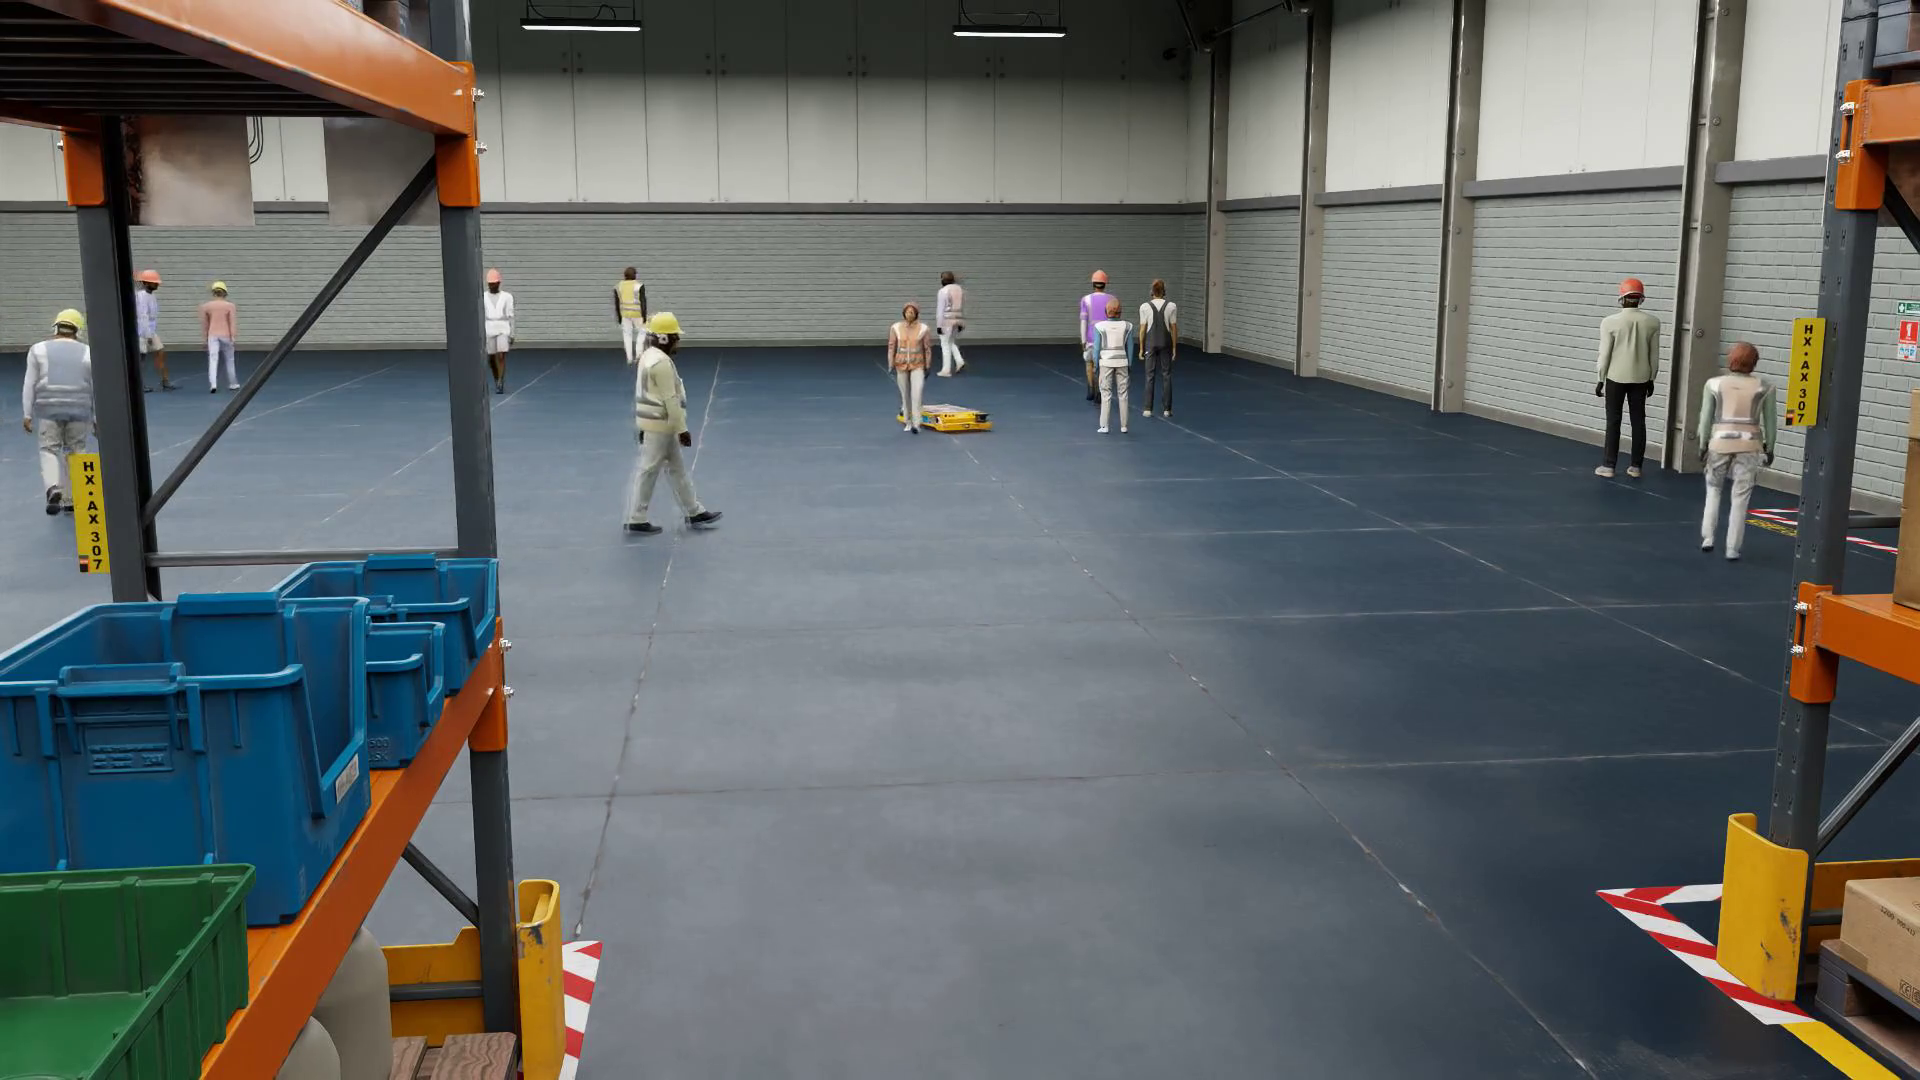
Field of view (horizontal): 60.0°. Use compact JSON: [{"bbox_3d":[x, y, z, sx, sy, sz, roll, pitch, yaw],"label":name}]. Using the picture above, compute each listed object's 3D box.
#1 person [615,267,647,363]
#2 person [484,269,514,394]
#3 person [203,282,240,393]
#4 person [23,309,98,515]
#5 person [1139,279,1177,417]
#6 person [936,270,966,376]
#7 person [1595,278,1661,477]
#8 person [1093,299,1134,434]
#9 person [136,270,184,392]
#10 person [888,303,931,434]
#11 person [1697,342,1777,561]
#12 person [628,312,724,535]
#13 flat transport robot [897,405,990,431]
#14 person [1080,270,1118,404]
[{"bbox_3d":[-6.254,-4.299,31.813,0.653,1.829,0.520,2,11,13],"label":"person"},{"bbox_3d":[-7.175,-3.232,25.750,0.547,1.917,0.691,-2,10,-8],"label":"person"},{"bbox_3d":[-11.512,-3.150,25.861,0.533,1.710,0.938,-1,10,-7],"label":"person"},{"bbox_3d":[-7.682,-1.078,14.292,0.646,1.789,0.632,-5,11,-25],"label":"person"},{"bbox_3d":[2.647,-2.558,22.249,0.504,1.839,0.344,1,10,4],"label":"person"},{"bbox_3d":[-0.190,-3.734,28.720,0.439,1.828,0.649,8,13,39],"label":"person"},{"bbox_3d":[6.687,-1.622,16.688,0.609,1.995,0.375,0,10,0],"label":"person"},{"bbox_3d":[1.872,-2.114,20.355,0.515,1.641,0.314,-1,10,-7],"label":"person"},{"bbox_3d":[-12.475,-3.216,25.702,0.857,1.894,0.569,-1,10,-7],"label":"person"},{"bbox_3d":[-0.626,-2.082,20.332,0.513,1.590,0.872,1,10,7],"label":"person"},{"bbox_3d":[5.834,-0.668,12.501,0.530,1.620,0.614,6,12,30],"label":"person"},{"bbox_3d":[-2.318,-0.938,13.478,0.887,1.790,0.590,-3,11,-16],"label":"person"},{"bbox_3d":[-0.219,-1.566,21.109,0.652,0.197,1.431,-5,11,-25],"label":"flat transport robot"},{"bbox_3d":[2.017,-2.942,24.123,0.554,1.921,0.488,0,10,2],"label":"person"}]
